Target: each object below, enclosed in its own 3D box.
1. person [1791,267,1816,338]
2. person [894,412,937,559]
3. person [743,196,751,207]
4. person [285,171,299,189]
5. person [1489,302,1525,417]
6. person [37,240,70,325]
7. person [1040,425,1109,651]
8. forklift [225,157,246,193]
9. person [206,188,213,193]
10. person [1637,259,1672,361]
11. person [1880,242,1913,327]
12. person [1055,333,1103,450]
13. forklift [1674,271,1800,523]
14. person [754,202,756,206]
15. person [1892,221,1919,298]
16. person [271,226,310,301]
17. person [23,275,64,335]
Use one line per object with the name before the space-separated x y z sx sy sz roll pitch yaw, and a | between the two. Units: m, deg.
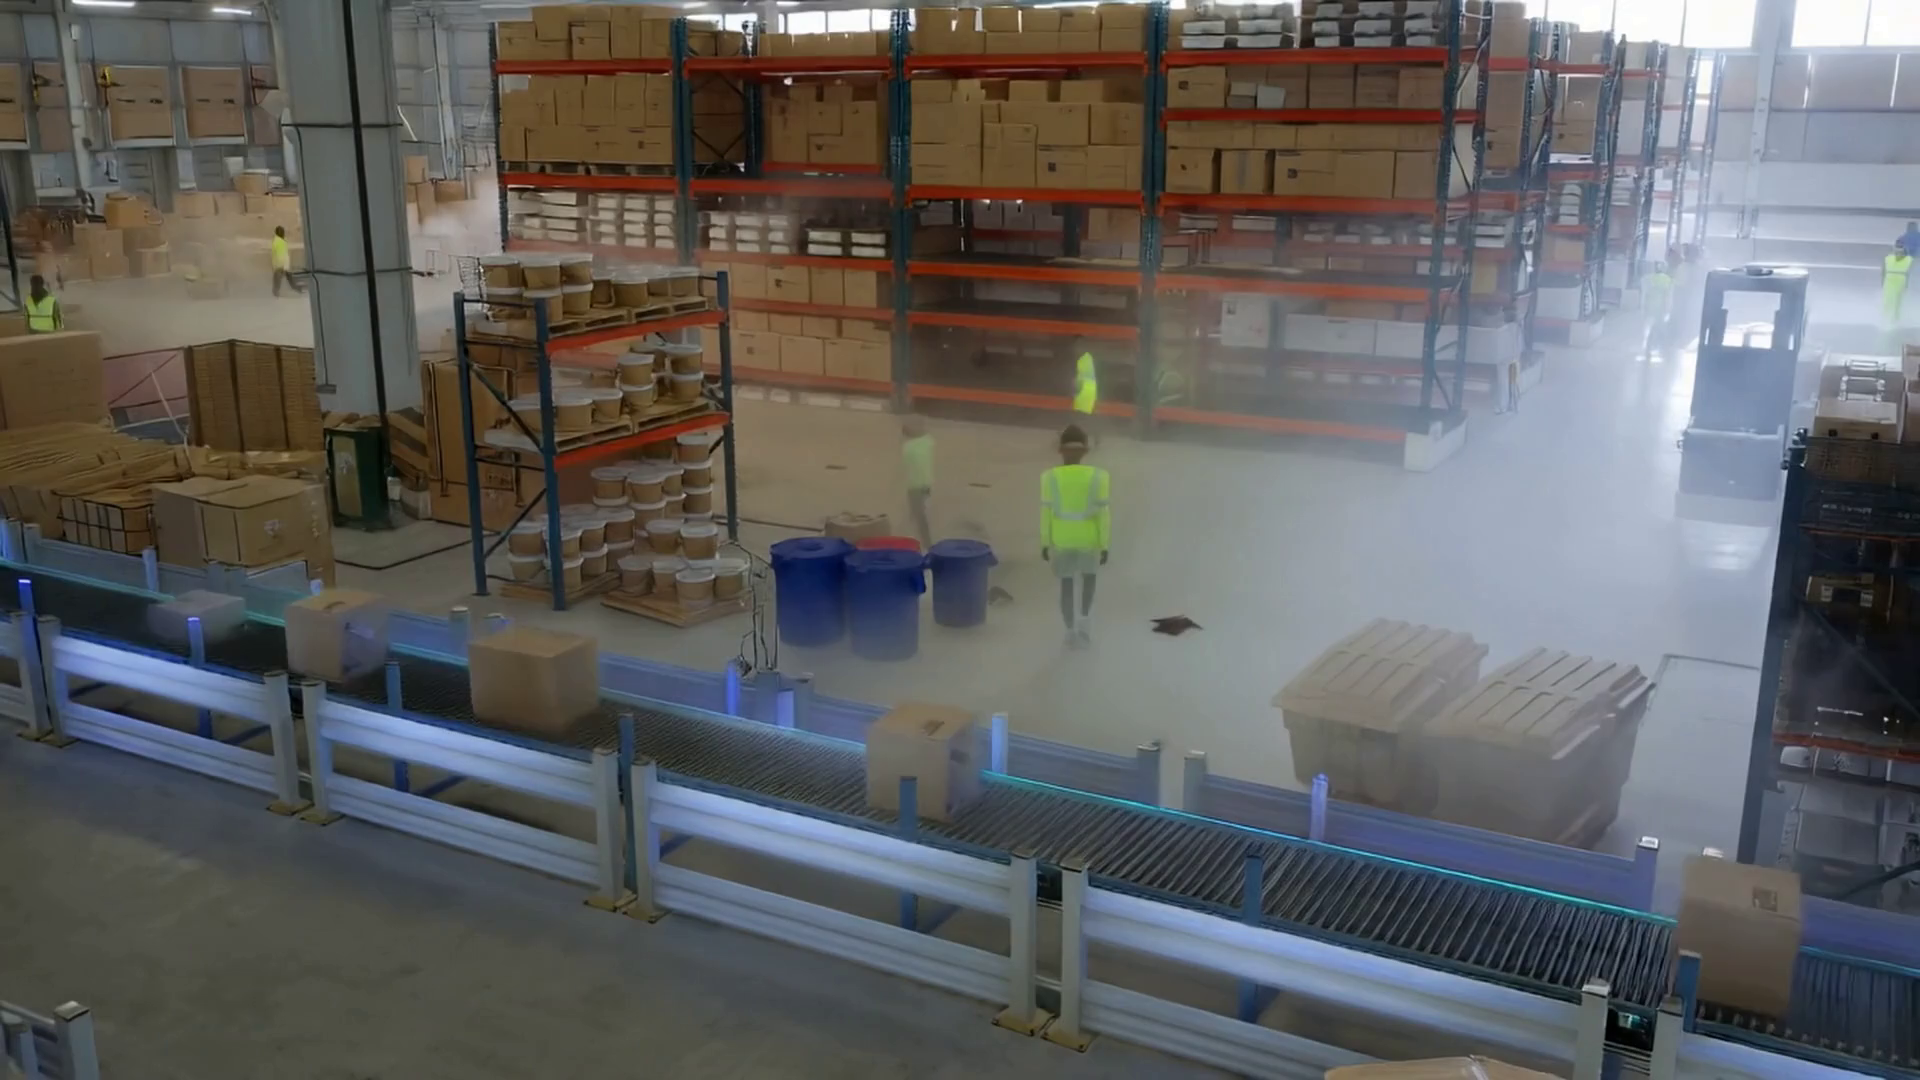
person | 16.386 -4.510 32.475 0.506 1.615 0.675 12 19 38
person | -0.536 -0.559 17.615 0.670 1.606 0.523 11 18 36
person | -6.464 -9.674 51.255 0.633 1.967 0.879 5 16 17
person | -27.299 -14.132 68.077 0.587 1.922 0.390 -8 17 -28
person | 8.481 -2.796 25.740 0.525 1.772 0.306 -9 17 -29
person | -19.663 -5.528 35.870 0.536 1.837 0.726 12 19 37
person | 1.014 -0.017 14.773 0.619 2.031 0.417 2 15 8
forklift | -24.841 -11.763 57.320 1.873 2.768 1.129 -13 20 -40
person | -24.768 -10.702 55.168 0.648 1.920 0.448 6 16 20
person | 13.036 -4.307 31.184 0.399 1.899 0.650 -9 17 -29
person | 20.295 -5.568 36.095 0.574 1.808 0.926 8 17 27
person | 1.665 -2.068 23.211 0.782 1.647 0.592 2 15 7
forklift | 9.269 -1.763 19.726 1.129 2.768 1.873 8 17 27
person | -6.584 -10.034 52.848 0.648 1.823 0.467 1 15 3
person | 23.302 -6.921 41.032 0.683 1.877 0.631 -3 15 -12
person | -16.309 -6.698 40.334 0.901 1.802 0.654 -8 17 -28
person | -15.643 -3.581 28.435 0.594 1.903 0.511 -1 15 -2
